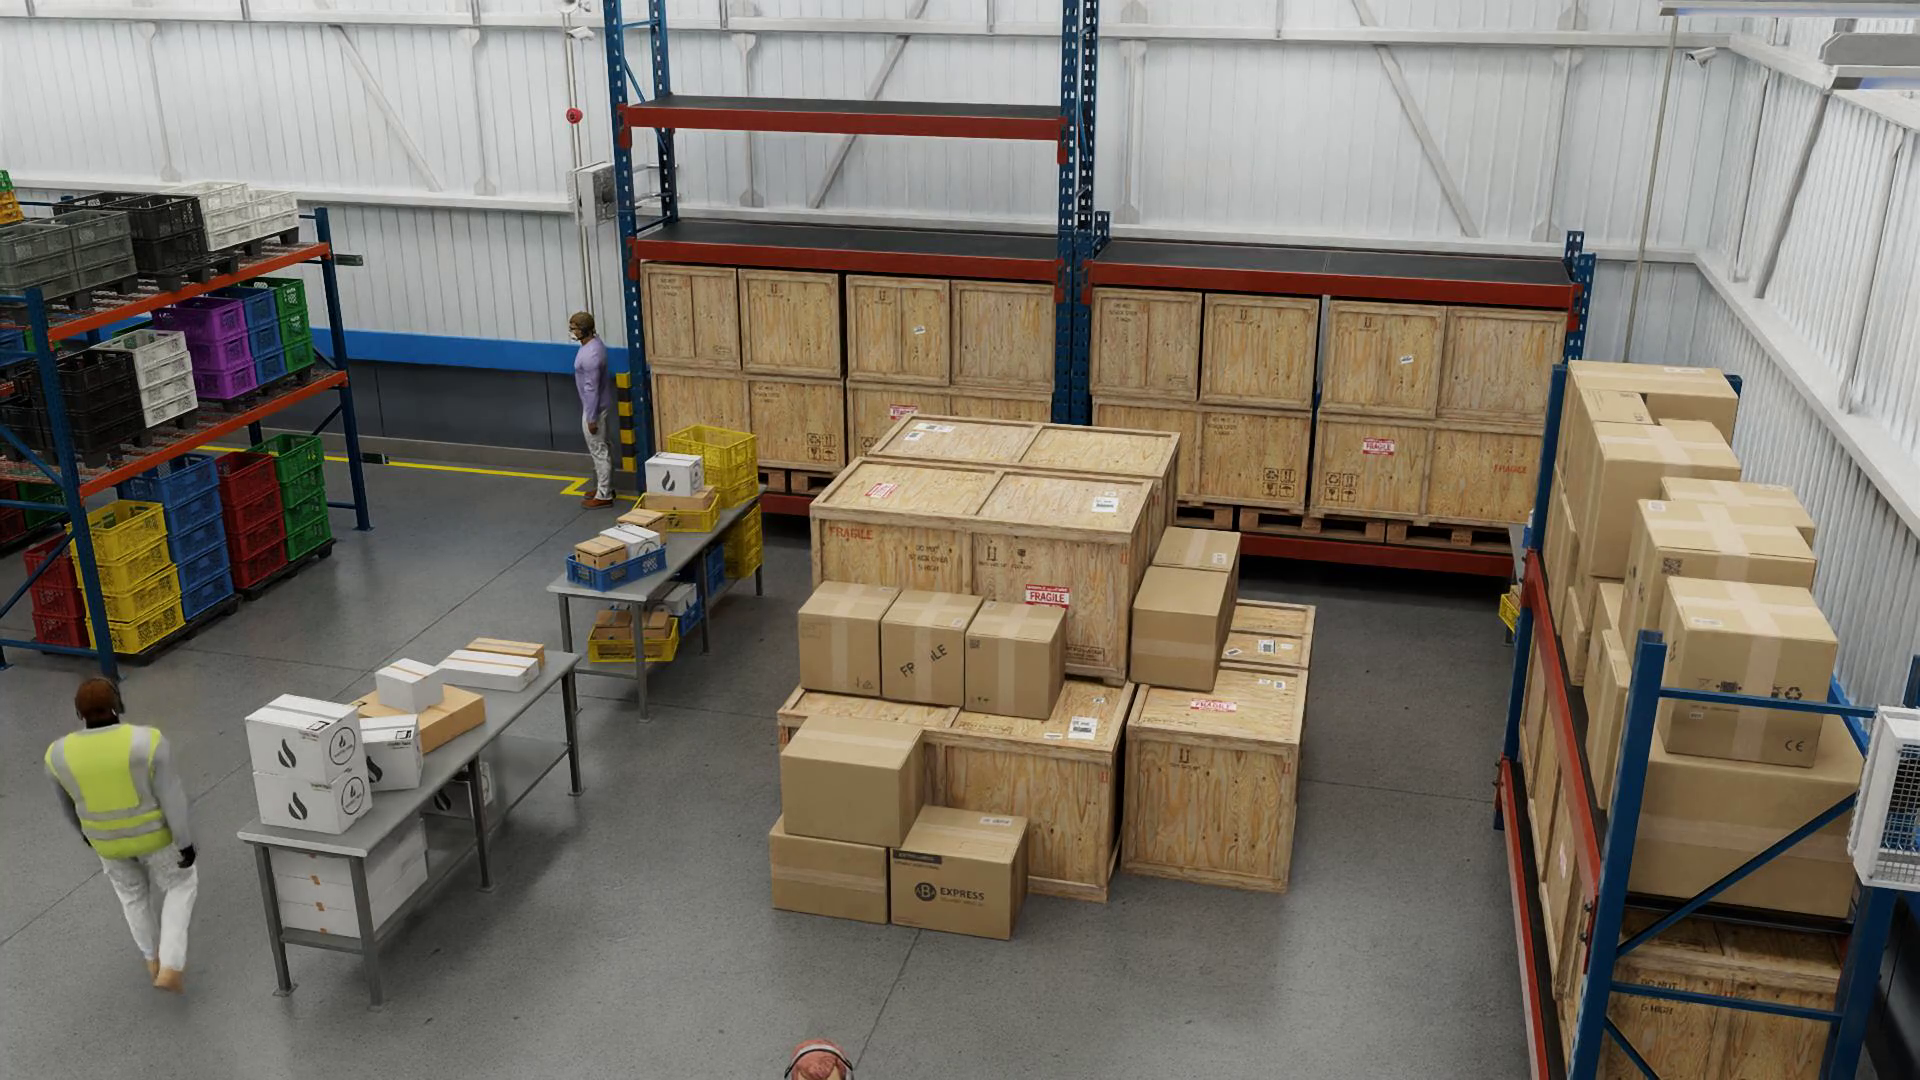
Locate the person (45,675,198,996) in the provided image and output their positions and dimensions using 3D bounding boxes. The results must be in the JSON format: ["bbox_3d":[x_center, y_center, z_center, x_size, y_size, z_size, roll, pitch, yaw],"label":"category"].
[{"bbox_3d":[-4.357,1.572,8.745,0.669,1.821,0.785,-3,21,-8],"label":"person"}]

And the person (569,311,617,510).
[{"bbox_3d":[-3.519,-1.255,15.987,0.374,1.933,0.625,-3,21,-8],"label":"person"}]

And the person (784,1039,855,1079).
[{"bbox_3d":[-0.478,2.595,5.946,0.649,1.906,0.401,-6,22,-14],"label":"person"}]
